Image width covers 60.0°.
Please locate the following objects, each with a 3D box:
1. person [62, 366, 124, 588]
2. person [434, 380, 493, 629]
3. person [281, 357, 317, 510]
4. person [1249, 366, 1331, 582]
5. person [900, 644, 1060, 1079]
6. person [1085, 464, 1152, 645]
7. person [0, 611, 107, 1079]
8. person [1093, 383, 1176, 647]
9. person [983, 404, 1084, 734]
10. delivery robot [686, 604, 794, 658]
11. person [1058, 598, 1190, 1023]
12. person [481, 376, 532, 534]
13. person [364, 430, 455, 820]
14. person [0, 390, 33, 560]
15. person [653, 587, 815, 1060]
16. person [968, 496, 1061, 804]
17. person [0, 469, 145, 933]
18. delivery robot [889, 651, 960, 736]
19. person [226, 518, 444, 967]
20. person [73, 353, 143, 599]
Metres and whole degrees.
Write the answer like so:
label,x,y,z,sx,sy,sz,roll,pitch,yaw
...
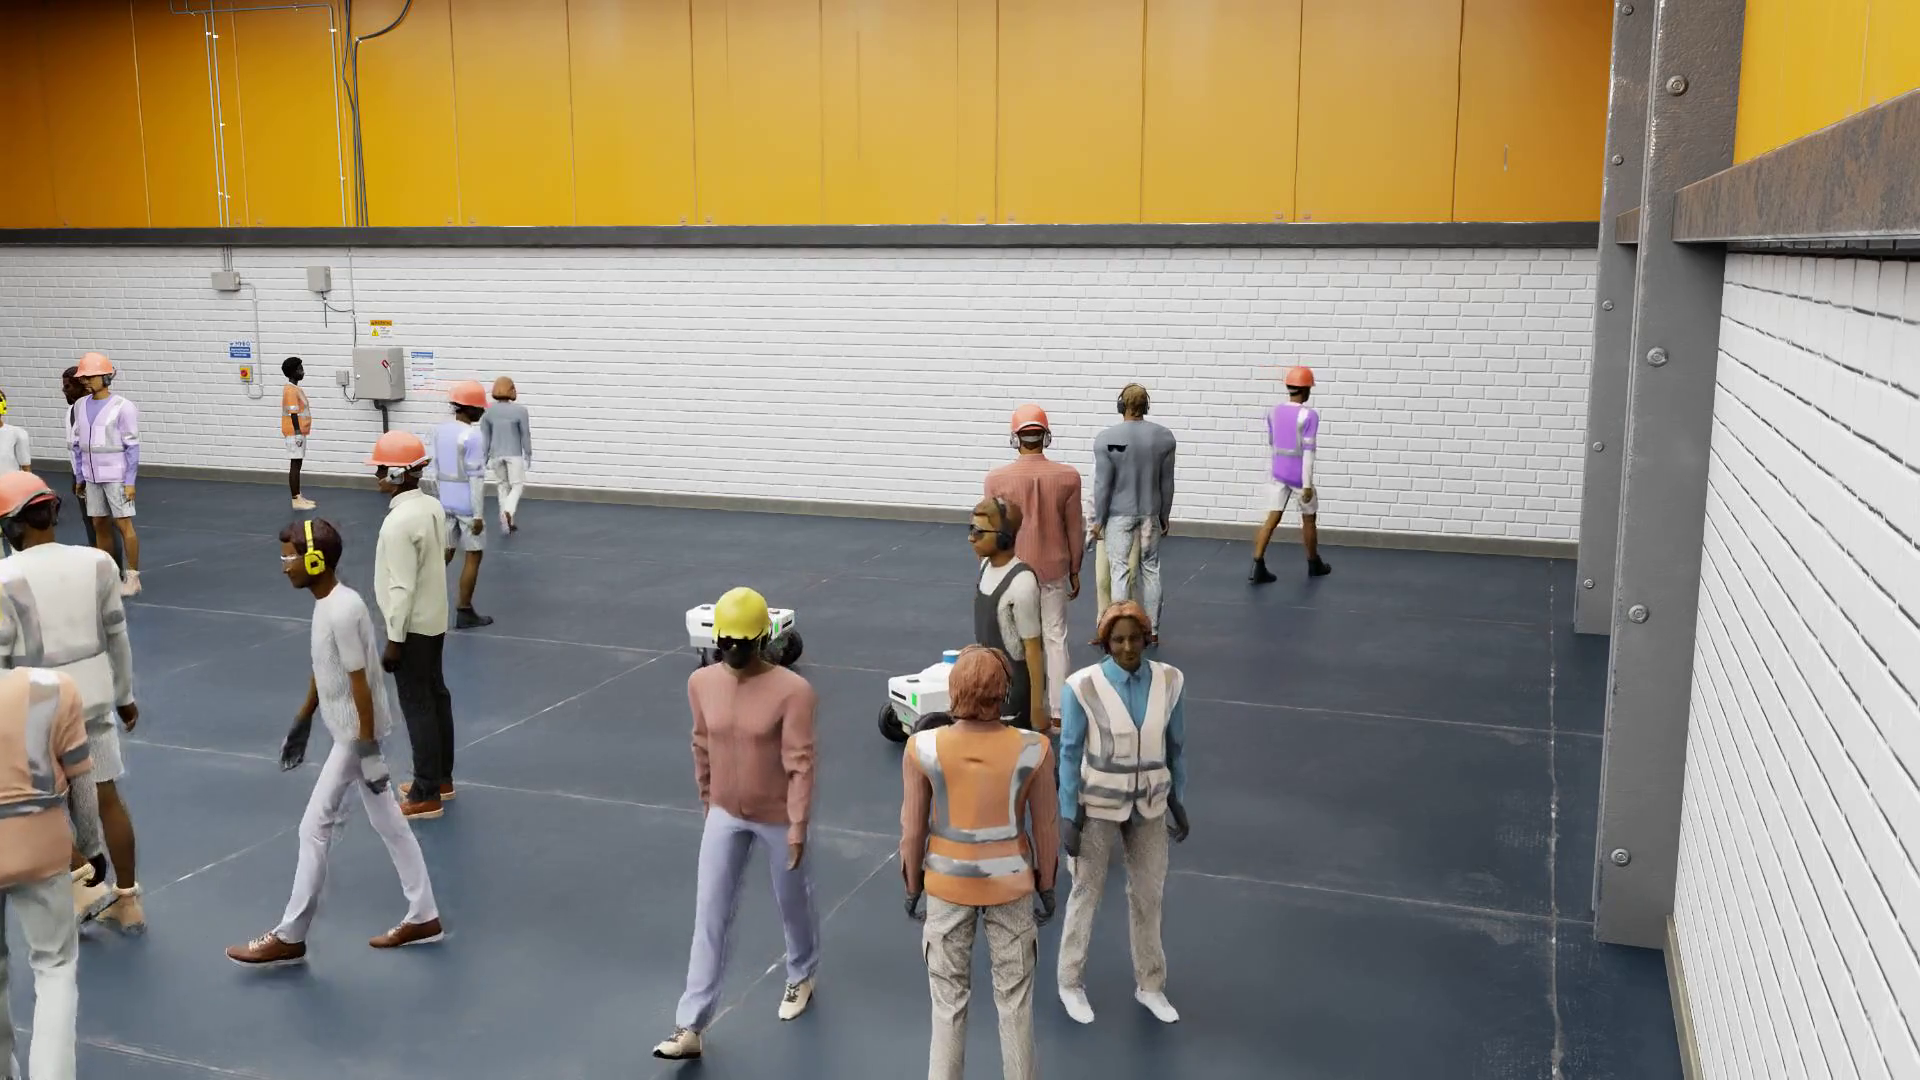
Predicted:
label,x,y,z,sx,sy,sz,roll,pitch,yaw
person,-7.326,-0.514,14.070,0.590,1.916,0.398,8,13,39
person,-3.863,-0.251,12.640,0.612,1.905,0.670,8,13,37
person,-7.344,-1.179,18.428,0.318,1.697,0.535,-4,11,-21
person,2.879,-0.572,14.482,0.982,1.892,0.560,-8,13,-39
person,0.065,1.154,5.453,0.523,1.638,0.310,0,10,0
person,1.153,-0.014,12.078,0.509,1.623,0.282,6,12,29
person,-3.119,1.033,5.402,0.603,1.902,0.793,-4,11,-23
person,1.247,-0.167,12.052,0.628,1.940,0.373,-3,11,-17
person,0.432,0.185,9.932,0.609,1.986,0.393,-1,10,-8
delivery robot,-1.514,0.586,11.440,0.707,0.478,0.477,3,10,16
person,0.611,1.013,6.265,0.524,1.639,0.315,-4,11,-19
person,-4.582,-0.838,16.750,0.506,1.616,0.631,1,10,4
person,-2.806,0.432,8.517,0.377,1.995,0.608,0,10,-1
person,-7.304,-0.236,12.672,0.540,1.869,0.385,1,10,4
person,-0.766,1.015,6.027,0.534,1.716,0.906,3,10,16
person,0.308,0.680,7.643,0.887,1.816,0.509,-2,10,-13
person,-3.770,0.706,6.950,0.536,2.001,0.751,5,11,28
delivery robot,-0.049,0.890,9.725,0.707,0.478,0.477,-6,12,-30
person,-2.588,0.828,6.777,0.940,1.819,0.530,-3,11,-16
person,-7.087,-0.529,13.790,0.608,2.044,0.371,3,10,15
